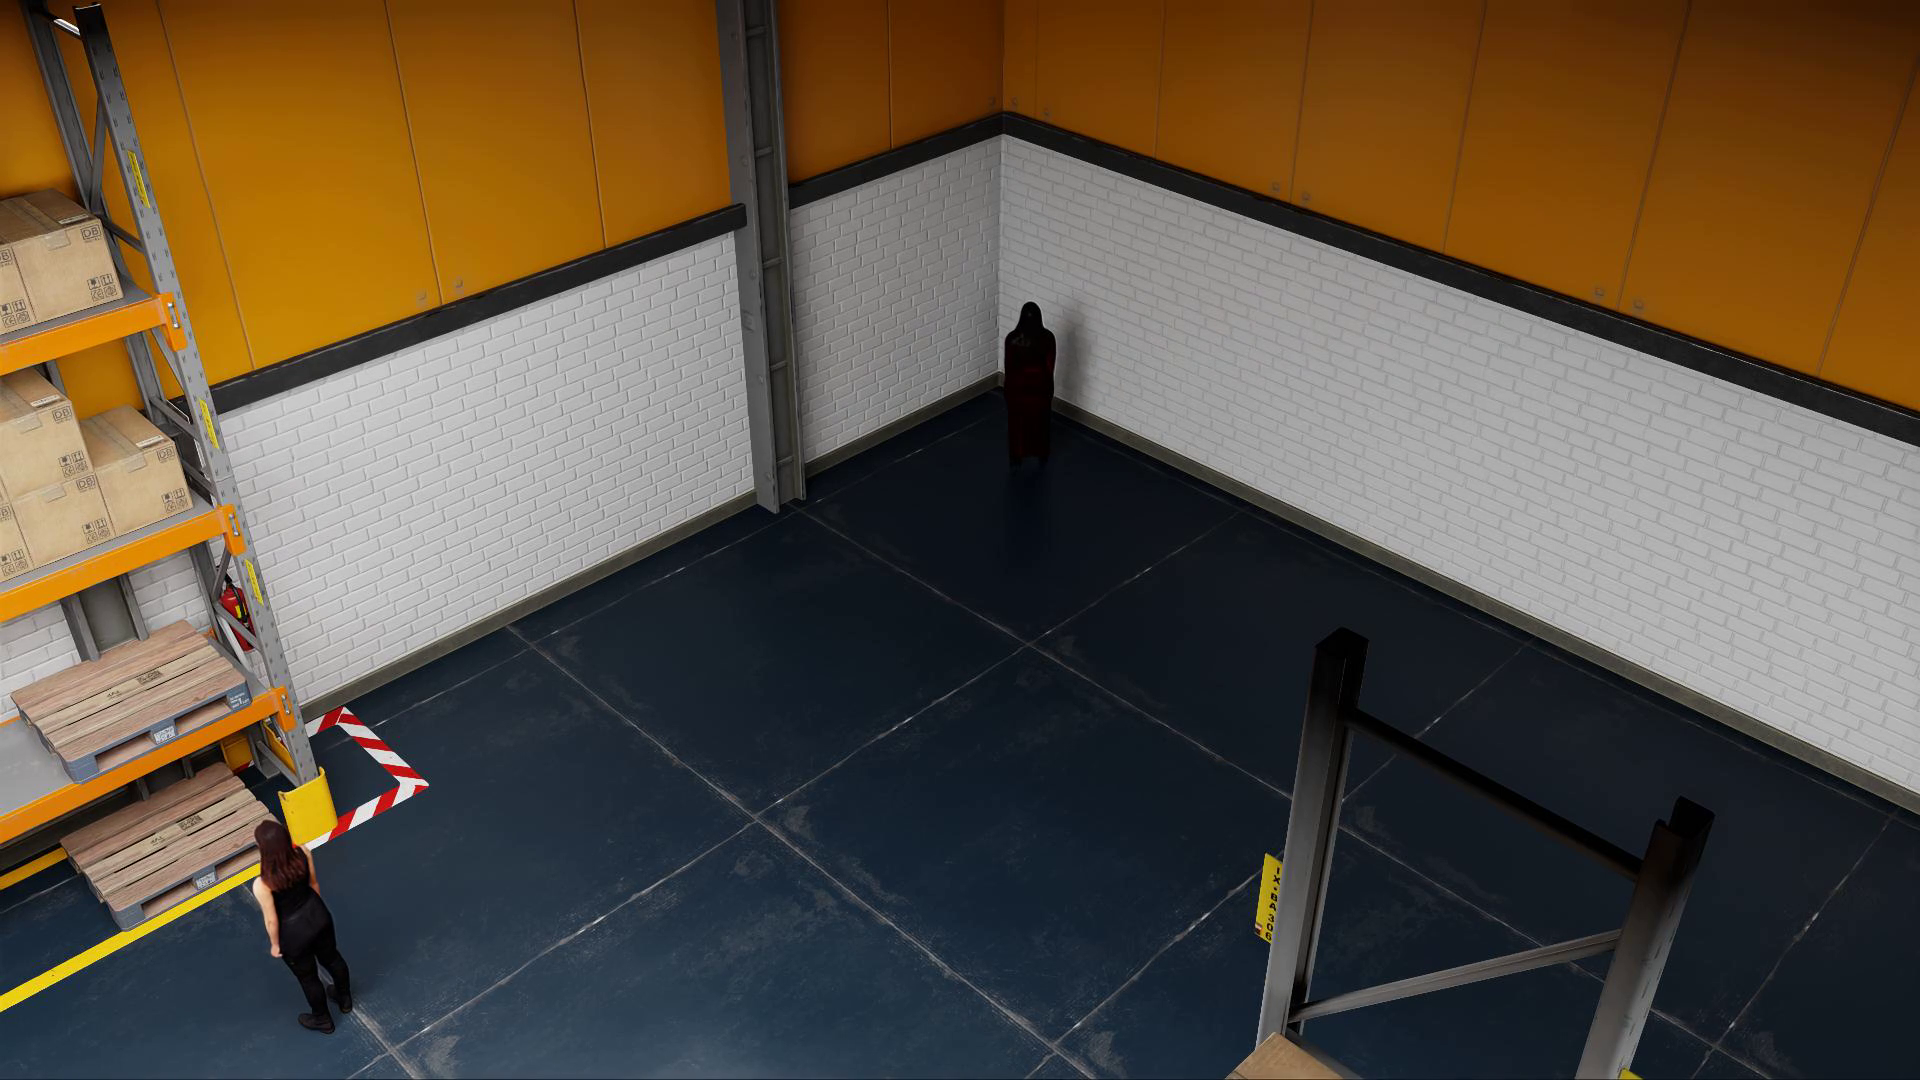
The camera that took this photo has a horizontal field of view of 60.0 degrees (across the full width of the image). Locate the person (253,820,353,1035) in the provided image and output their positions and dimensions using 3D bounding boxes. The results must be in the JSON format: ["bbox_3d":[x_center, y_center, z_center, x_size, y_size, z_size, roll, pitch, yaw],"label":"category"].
[{"bbox_3d":[-4.101,2.401,10.349,0.701,1.688,0.578,17,37,24],"label":"person"}]

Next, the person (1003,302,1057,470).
[{"bbox_3d":[0.676,-1.493,16.145,0.745,1.758,0.830,-4,34,-7],"label":"person"}]
